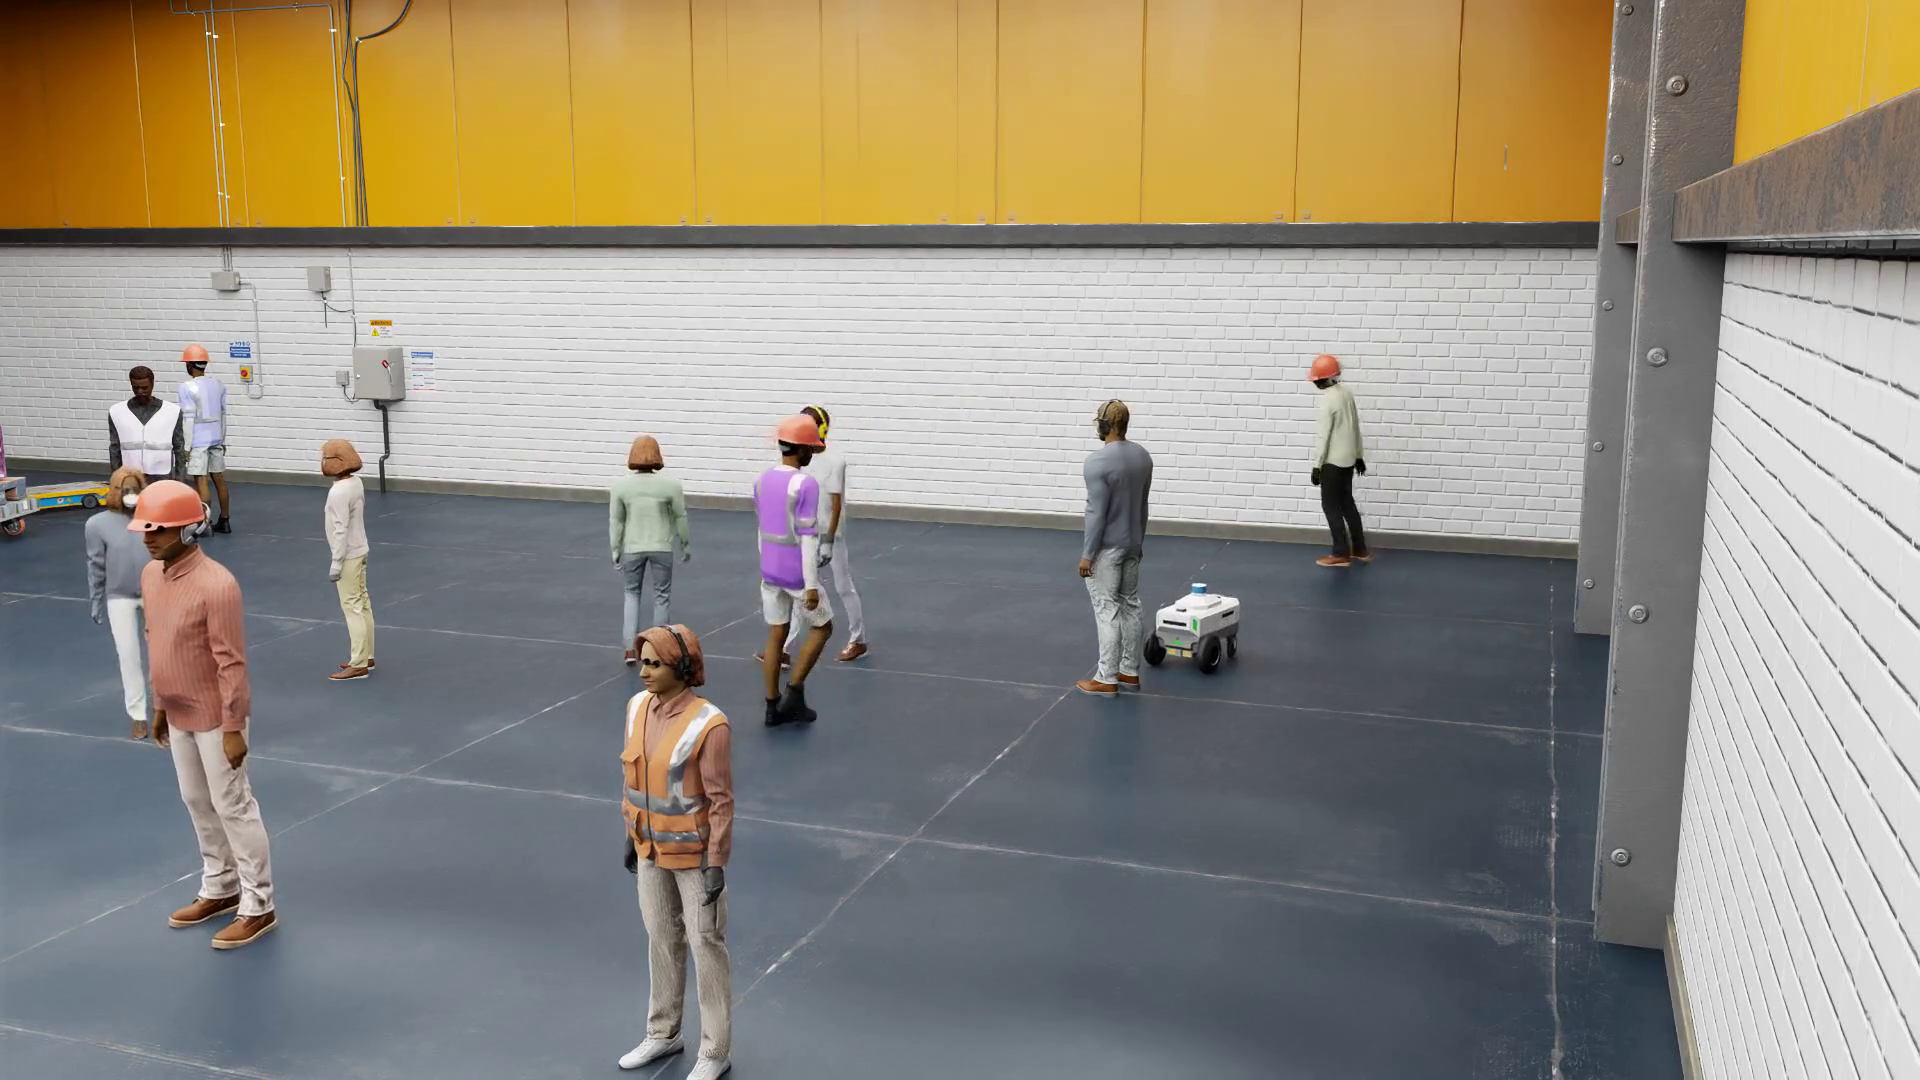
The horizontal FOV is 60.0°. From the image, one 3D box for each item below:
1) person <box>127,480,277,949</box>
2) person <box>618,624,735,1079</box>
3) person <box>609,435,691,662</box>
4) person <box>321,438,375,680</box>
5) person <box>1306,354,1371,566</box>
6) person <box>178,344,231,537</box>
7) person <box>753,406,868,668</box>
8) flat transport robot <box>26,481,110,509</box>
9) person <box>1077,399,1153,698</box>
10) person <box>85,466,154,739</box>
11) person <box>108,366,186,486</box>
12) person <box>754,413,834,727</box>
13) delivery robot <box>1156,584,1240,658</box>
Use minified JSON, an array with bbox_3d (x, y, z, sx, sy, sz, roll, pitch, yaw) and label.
[{"bbox_3d":[-3.189,0.724,6.942,0.628,1.981,0.439,8,13,37],"label":"person"},{"bbox_3d":[-0.984,1.093,5.795,0.517,1.641,0.308,8,13,38],"label":"person"},{"bbox_3d":[-2.152,0.080,11.552,0.530,1.628,0.340,0,10,-2],"label":"person"},{"bbox_3d":[-4.150,0.125,11.255,0.286,1.636,0.497,-1,10,-6],"label":"person"},{"bbox_3d":[3.438,-0.723,15.161,0.510,1.944,0.710,8,13,37],"label":"person"},{"bbox_3d":[-7.612,-0.994,16.704,0.356,1.936,0.551,4,11,21],"label":"person"},{"bbox_3d":[-0.986,-0.007,11.469,0.955,1.819,0.543,-10,14,-44],"label":"person"},{"bbox_3d":[-10.106,-0.471,18.455,1.431,0.197,0.652,-10,14,-44],"label":"flat transport robot"},{"bbox_3d":[0.995,0.052,10.812,0.357,1.938,0.638,9,13,41],"label":"person"},{"bbox_3d":[-4.975,0.348,10.056,0.517,1.618,0.644,-6,12,-31],"label":"person"},{"bbox_3d":[-6.901,-0.530,14.166,0.588,1.914,0.392,-4,11,-21],"label":"person"},{"bbox_3d":[-1.009,0.190,10.078,0.581,1.918,0.423,10,14,43],"label":"person"},{"bbox_3d":[1.672,0.549,11.648,0.477,0.478,0.707,7,12,35],"label":"delivery robot"}]
